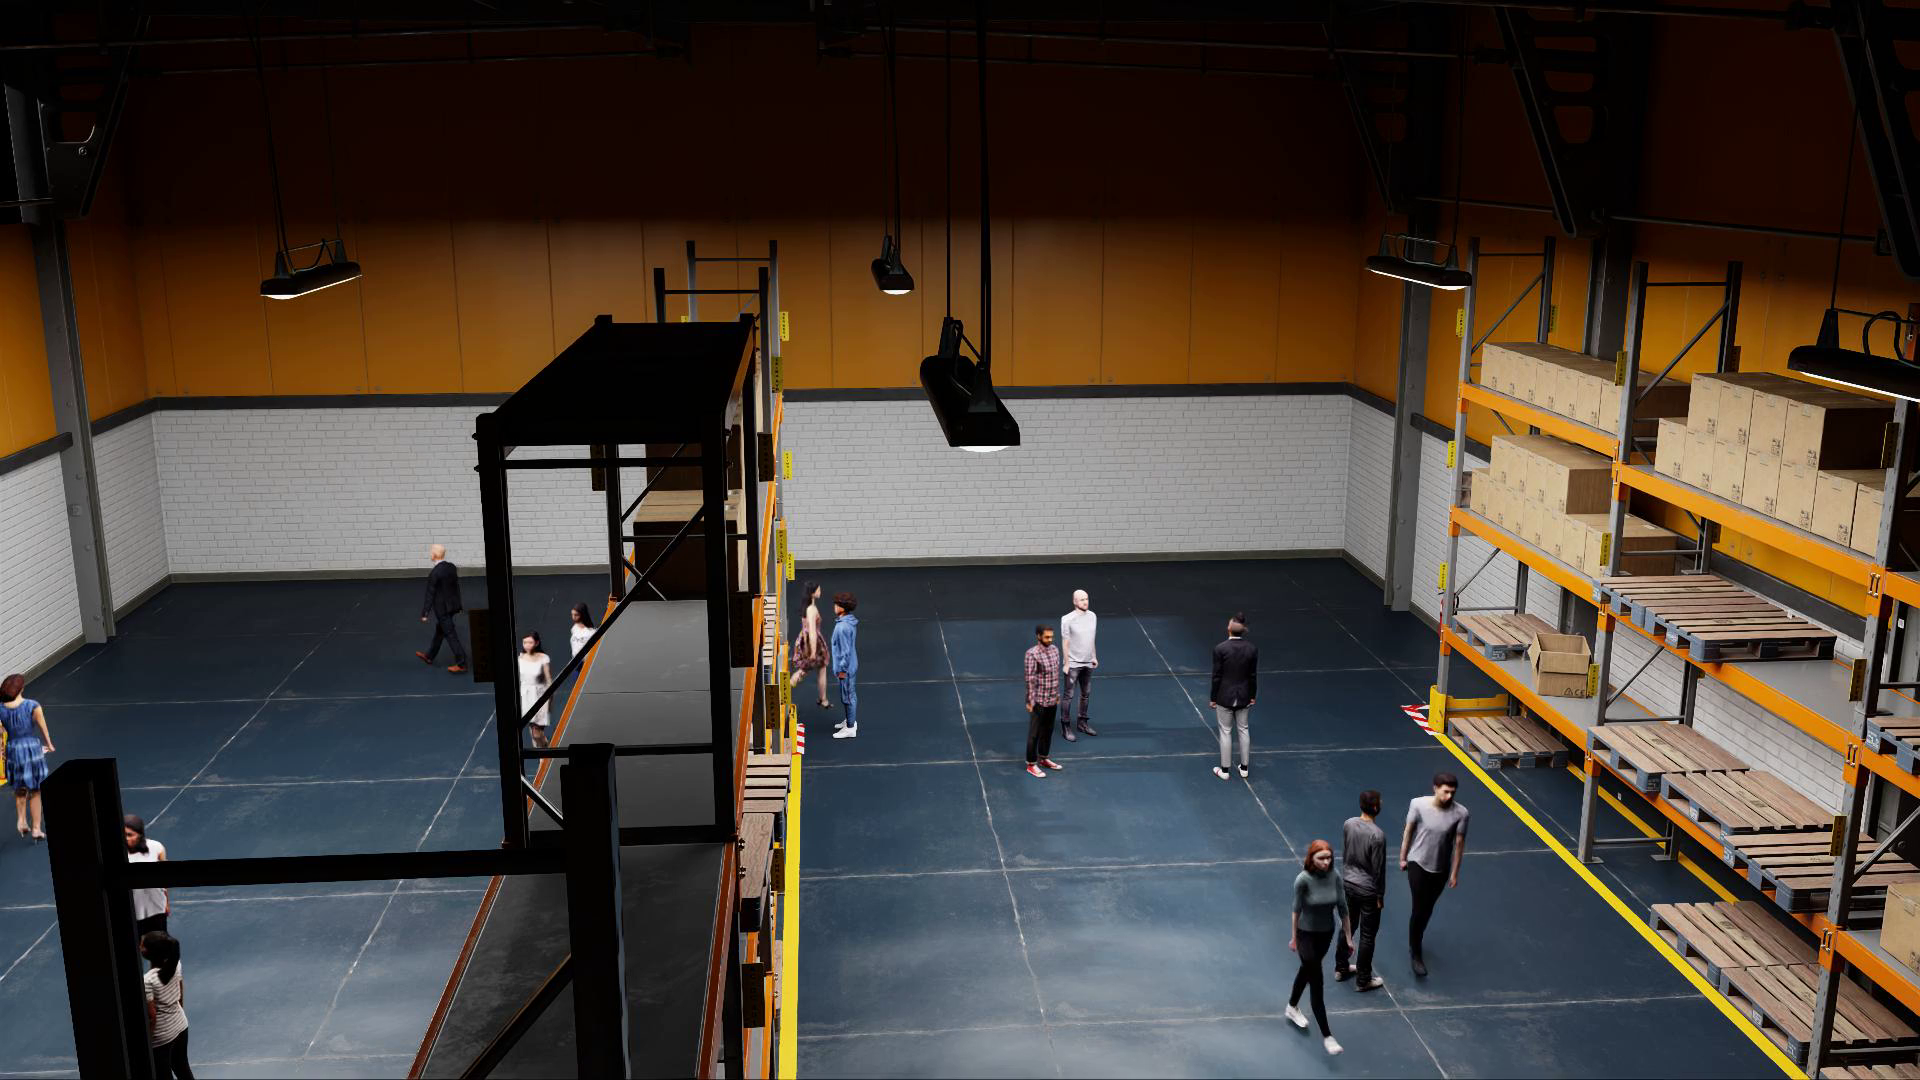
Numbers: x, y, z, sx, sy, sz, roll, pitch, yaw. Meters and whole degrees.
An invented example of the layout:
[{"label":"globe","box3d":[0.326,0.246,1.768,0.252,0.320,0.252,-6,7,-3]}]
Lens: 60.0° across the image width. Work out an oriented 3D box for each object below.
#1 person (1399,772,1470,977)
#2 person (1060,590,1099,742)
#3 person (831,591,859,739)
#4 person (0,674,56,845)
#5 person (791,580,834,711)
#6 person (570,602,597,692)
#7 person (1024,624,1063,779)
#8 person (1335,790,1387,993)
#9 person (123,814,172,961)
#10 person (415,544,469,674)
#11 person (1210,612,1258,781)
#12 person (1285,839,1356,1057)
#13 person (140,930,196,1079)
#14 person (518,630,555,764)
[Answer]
[{"label":"person","box3d":[4.099,2.844,14.620,0.794,1.820,1.015,3,14,12]},{"label":"person","box3d":[1.438,1.489,20.192,0.755,1.832,0.760,-9,16,-33]},{"label":"person","box3d":[-1.391,1.497,20.206,0.760,1.810,0.530,0,14,1]},{"label":"person","box3d":[-9.604,2.273,17.040,0.648,1.791,0.660,-1,14,-4]},{"label":"person","box3d":[-1.958,1.379,20.833,0.952,1.744,1.084,-7,15,-26]},{"label":"person","box3d":[-4.422,1.583,19.980,0.962,1.748,1.092,10,17,36]},{"label":"person","box3d":[0.945,1.802,19.050,0.826,1.760,0.771,12,18,40]},{"label":"person","box3d":[3.436,2.975,14.210,0.747,1.759,0.627,-9,16,-34]},{"label":"person","box3d":[-6.865,3.083,13.914,0.732,1.687,0.713,-6,15,-22]},{"label":"person","box3d":[-6.903,0.960,22.521,1.060,1.762,1.172,4,14,18]},{"label":"person","box3d":[3.106,1.749,18.869,0.732,1.949,0.615,-3,14,-11]},{"label":"person","box3d":[2.827,3.199,13.413,0.798,1.698,1.157,-5,15,-20]},{"label":"person","box3d":[-5.731,3.567,12.005,0.690,1.645,0.569,3,14,11]},{"label":"person","box3d":[-4.783,1.848,18.859,0.729,1.761,0.777,4,14,15]}]
